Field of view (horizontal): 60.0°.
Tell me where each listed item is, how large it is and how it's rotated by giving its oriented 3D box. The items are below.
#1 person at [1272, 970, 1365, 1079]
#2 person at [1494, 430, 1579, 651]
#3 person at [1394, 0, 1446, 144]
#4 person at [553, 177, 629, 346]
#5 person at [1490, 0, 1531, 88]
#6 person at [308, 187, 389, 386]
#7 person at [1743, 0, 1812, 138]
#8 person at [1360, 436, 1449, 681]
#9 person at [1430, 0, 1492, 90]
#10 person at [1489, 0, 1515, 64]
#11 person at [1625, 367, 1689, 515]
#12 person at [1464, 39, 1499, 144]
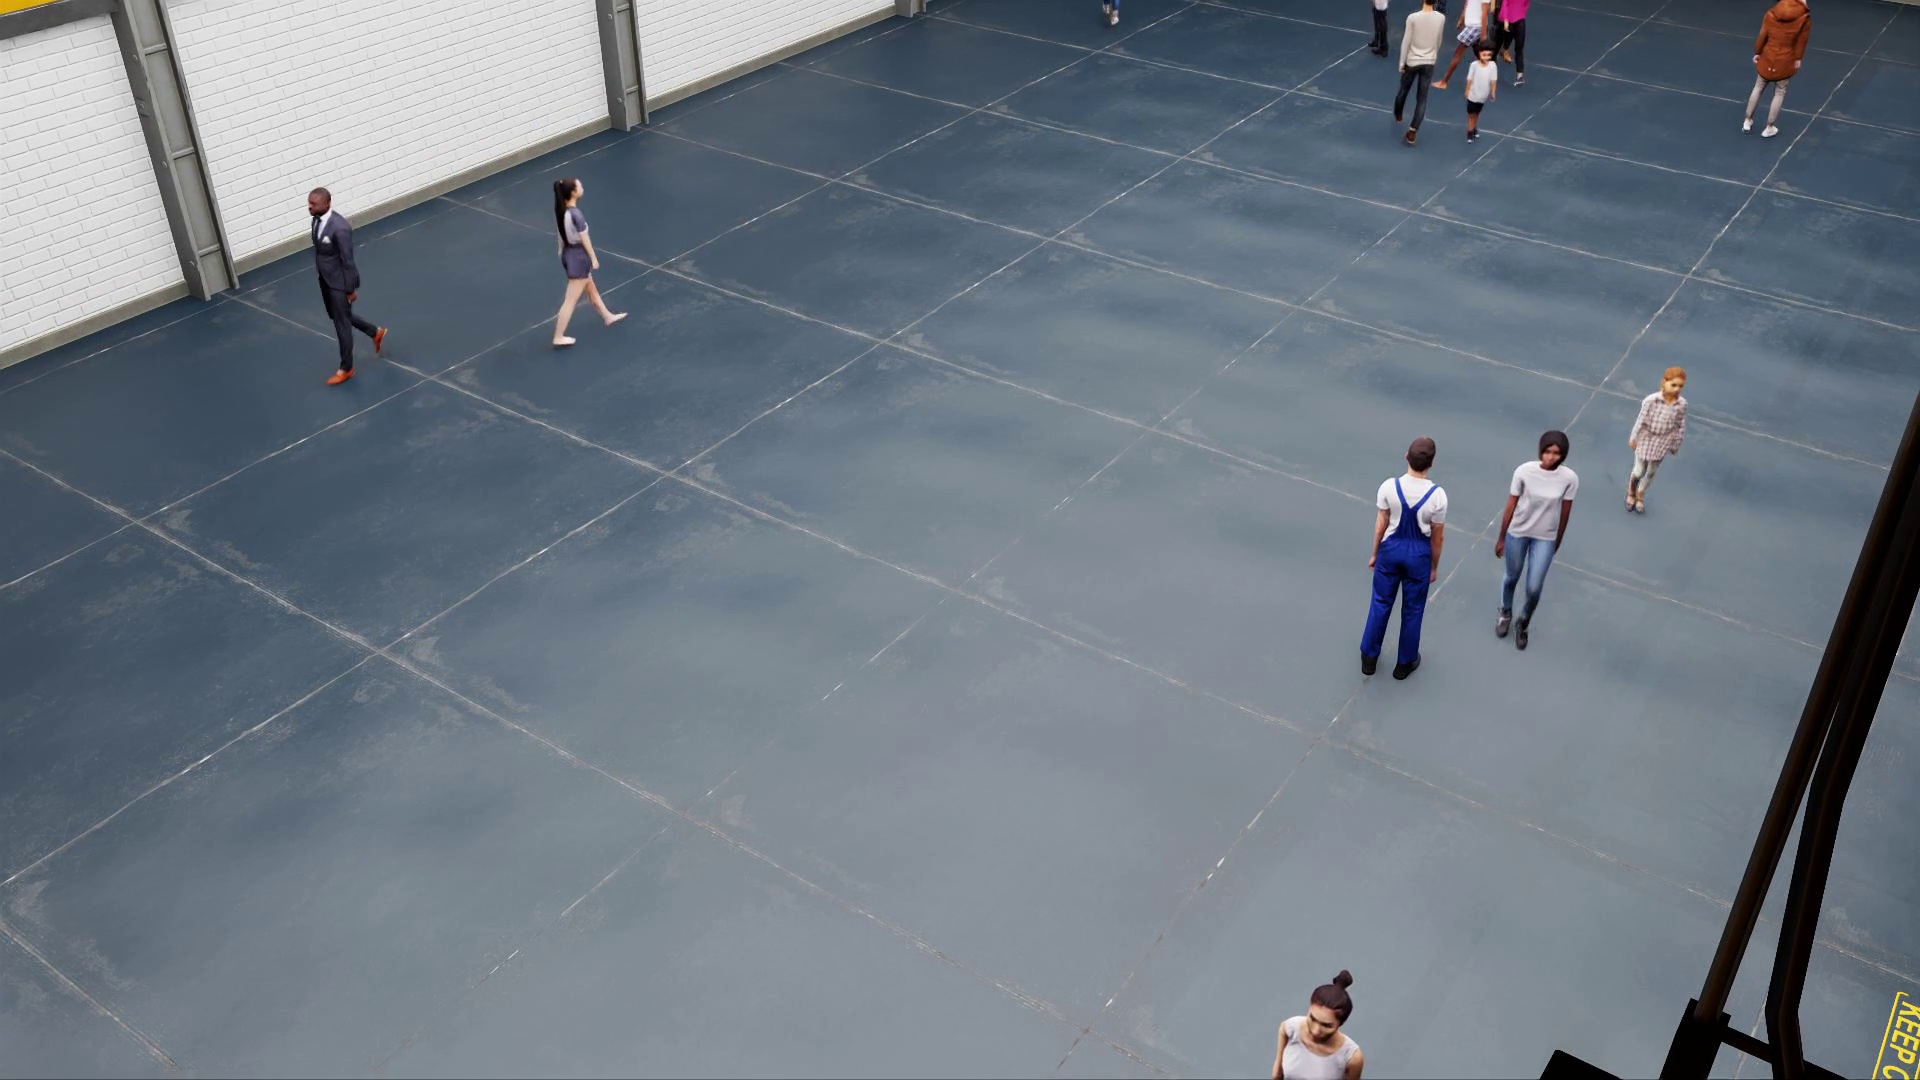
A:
[{"bbox_3d":[1.640,2.638,7.752,0.544,1.611,0.498,22,39,29],"label":"person"},{"bbox_3d":[4.019,-0.055,11.718,0.679,1.705,0.730,13,36,18],"label":"person"},{"bbox_3d":[5.587,-5.711,20.128,1.028,1.816,1.241,2,34,4],"label":"person"},{"bbox_3d":[-3.677,-2.570,15.596,1.129,1.602,0.859,-20,39,-28],"label":"person"},{"bbox_3d":[7.257,-6.895,22.056,1.021,1.654,1.133,-4,34,-6],"label":"person"},{"bbox_3d":[-5.606,-2.370,15.109,1.050,1.808,0.851,-27,42,-34],"label":"person"},{"bbox_3d":[9.998,-5.868,20.347,0.725,1.835,0.701,26,42,34],"label":"person"},{"bbox_3d":[3.018,0.127,11.314,0.672,1.850,0.633,13,36,19],"label":"person"},{"bbox_3d":[6.808,-6.712,21.755,1.138,1.681,1.155,-1,34,-2],"label":"person"},{"bbox_3d":[7.499,-7.430,22.833,0.795,1.684,0.847,-1,34,-2],"label":"person"},{"bbox_3d":[5.521,-0.831,13.253,0.631,1.299,0.650,4,34,6],"label":"person"},{"bbox_3d":[6.354,-5.530,20.383,0.730,1.232,0.867,0,34,0],"label":"person"}]
